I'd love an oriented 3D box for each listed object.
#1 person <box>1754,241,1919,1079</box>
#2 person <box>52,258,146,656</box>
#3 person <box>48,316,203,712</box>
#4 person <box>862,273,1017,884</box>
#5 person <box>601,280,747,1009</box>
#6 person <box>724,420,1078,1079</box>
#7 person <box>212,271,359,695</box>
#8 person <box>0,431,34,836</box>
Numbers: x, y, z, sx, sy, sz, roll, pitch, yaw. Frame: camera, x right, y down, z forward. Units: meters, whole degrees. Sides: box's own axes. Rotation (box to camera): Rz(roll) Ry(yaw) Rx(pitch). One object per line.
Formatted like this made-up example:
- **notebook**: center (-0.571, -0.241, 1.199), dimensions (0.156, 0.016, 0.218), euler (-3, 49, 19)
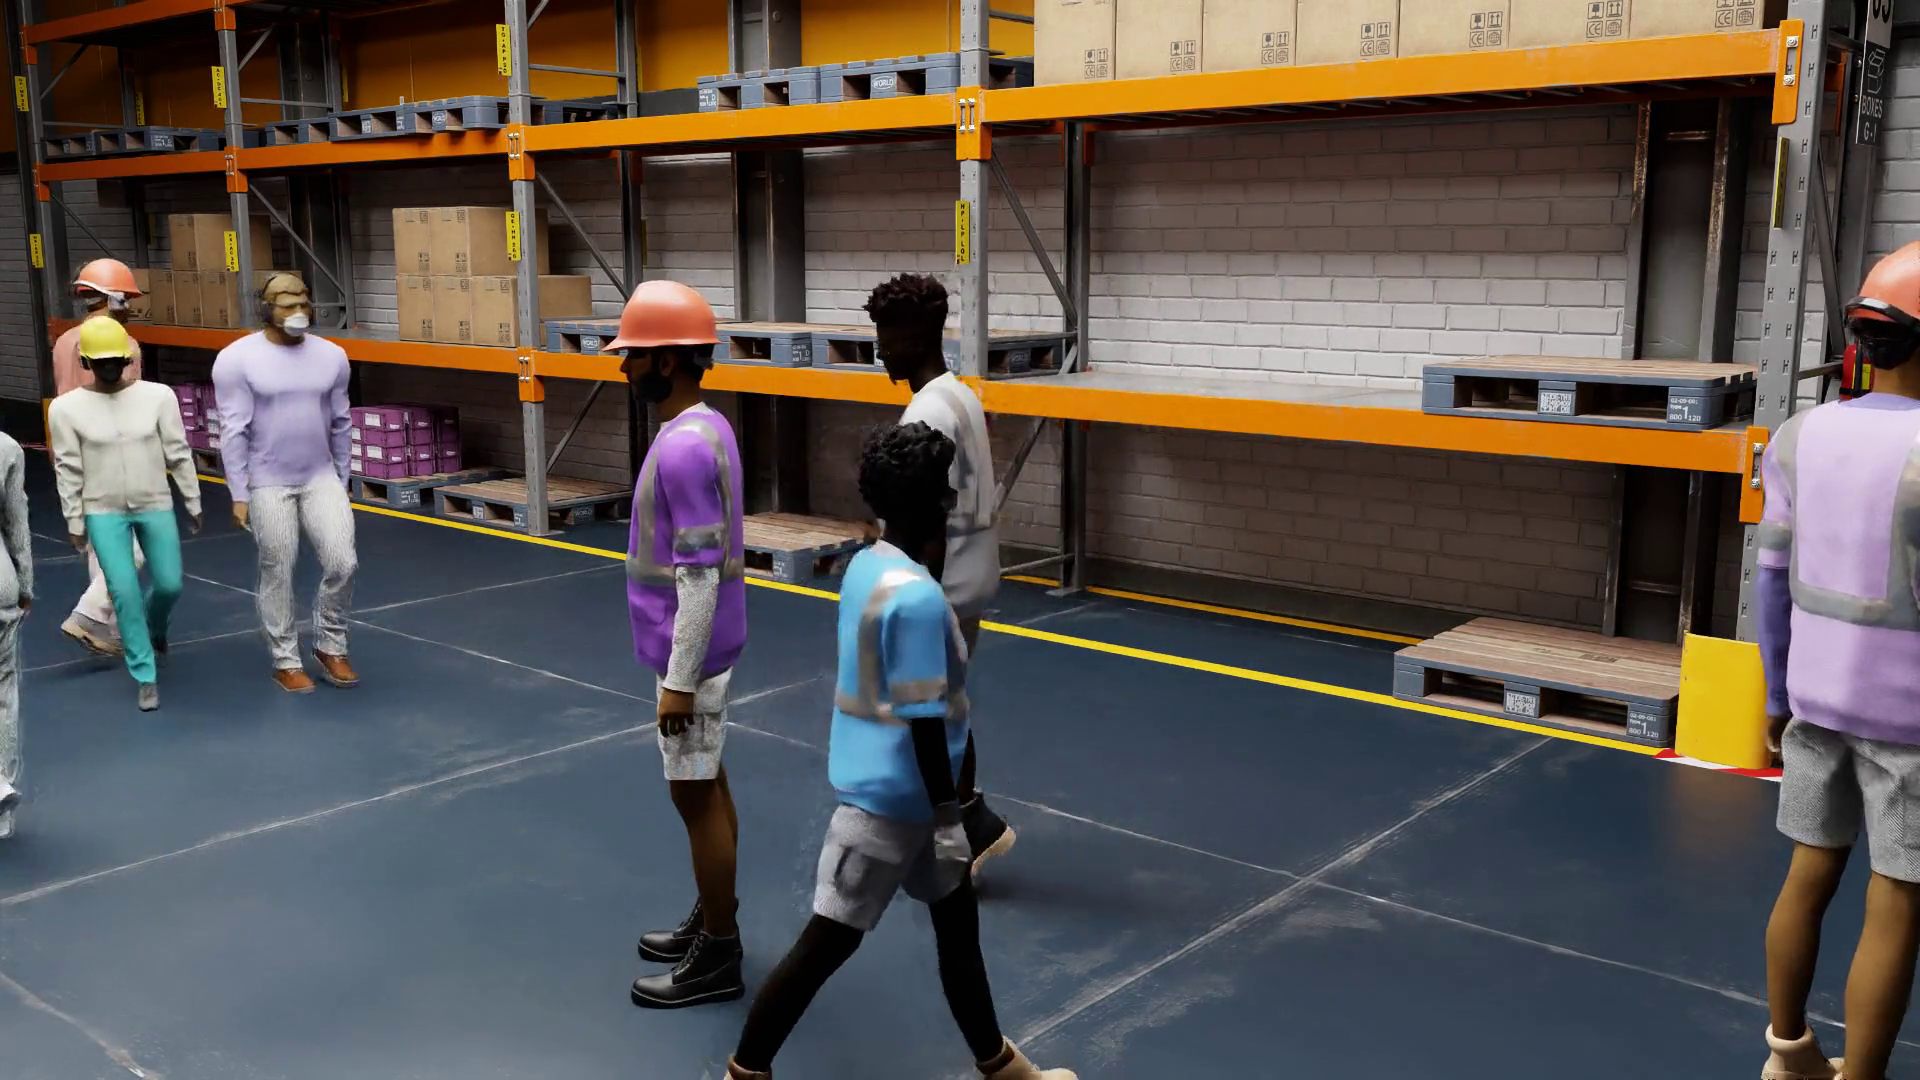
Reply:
- **person**: center (2.024, 0.375, 3.694), dimensions (0.464, 2.044, 0.625), euler (-3, 11, -19)
- **person**: center (-4.200, -0.384, 8.149), dimensions (0.625, 1.972, 0.556), euler (5, 11, 27)
- **person**: center (-3.703, -0.135, 7.403), dimensions (0.573, 1.729, 0.633), euler (-6, 12, -32)
- **person**: center (-0.096, 0.151, 5.185), dimensions (0.430, 1.943, 0.652), euler (2, 10, 9)
- **person**: center (-0.754, 0.283, 4.462), dimensions (0.359, 1.936, 0.552), euler (-1, 10, -5)
- **person**: center (-0.180, 0.558, 3.731), dimensions (0.884, 1.647, 0.557), euler (-2, 10, -9)
- **person**: center (-2.995, -0.234, 7.475), dimensions (0.637, 1.919, 0.528), euler (-9, 13, -42)
- **person**: center (-3.368, 0.181, 5.609), dimensions (0.403, 1.729, 0.508), euler (6, 12, 30)
